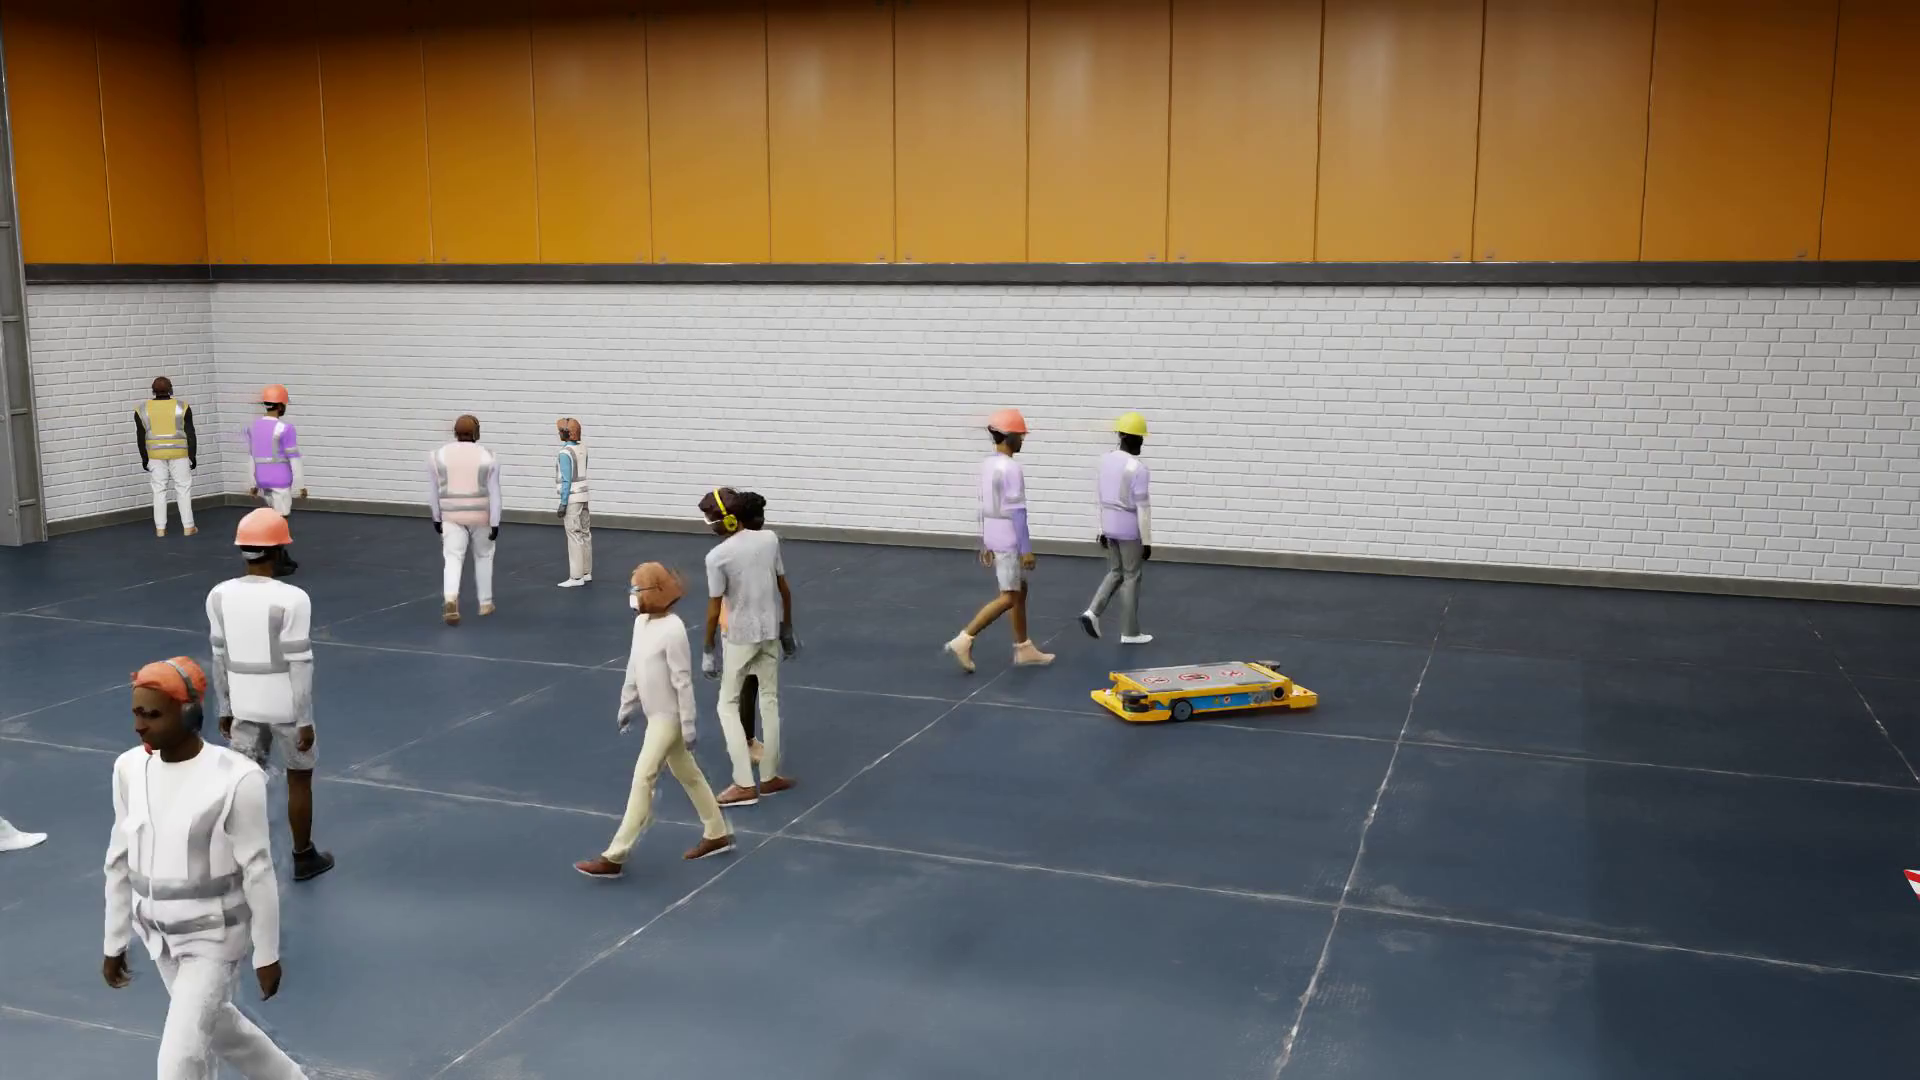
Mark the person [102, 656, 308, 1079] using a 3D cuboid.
[{"bbox_3d":[-2.448,1.262,5.374,0.591,1.844,0.977,4,10,23],"label":"person"}]

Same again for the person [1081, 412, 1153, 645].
[{"bbox_3d":[1.310,-0.080,13.443,0.536,1.912,0.614,-6,11,-34],"label":"person"}]

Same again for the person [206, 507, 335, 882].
[{"bbox_3d":[-3.374,0.804,7.990,0.552,1.914,0.847,2,9,12],"label":"person"}]

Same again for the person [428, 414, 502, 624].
[{"bbox_3d":[-4.294,-0.188,14.453,0.623,1.812,0.852,-1,9,-7],"label":"person"}]

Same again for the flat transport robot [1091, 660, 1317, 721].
[{"bbox_3d":[1.697,1.040,11.591,1.431,0.197,0.652,-3,10,-19],"label":"flat transport robot"}]

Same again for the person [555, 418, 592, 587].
[{"bbox_3d":[-3.734,-0.364,16.061,0.311,1.642,0.513,2,9,9],"label":"person"}]

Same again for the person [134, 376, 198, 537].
[{"bbox_3d":[-9.100,-0.957,19.120,0.626,1.846,0.429,-3,10,-17],"label":"person"}]

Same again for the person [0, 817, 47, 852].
[{"bbox_3d":[-5.312,0.747,8.444,0.966,1.885,0.590,-9,13,-43],"label":"person"}]

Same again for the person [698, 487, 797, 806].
[{"bbox_3d":[-1.204,0.600,9.526,0.652,1.832,0.345,-7,12,-38],"label":"person"}]

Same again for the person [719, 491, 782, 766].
[{"bbox_3d":[-1.316,0.542,10.282,0.319,1.694,0.532,-4,10,-25],"label":"person"}]

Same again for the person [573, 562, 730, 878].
[{"bbox_3d":[-1.554,0.896,8.405,0.868,1.580,0.524,-5,11,-29],"label":"person"}]

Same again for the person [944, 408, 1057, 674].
[{"bbox_3d":[0.309,0.010,12.583,0.899,2.018,0.631,-2,9,-13],"label":"person"}]

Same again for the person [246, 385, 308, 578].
[{"bbox_3d":[-6.772,-0.598,16.662,0.565,1.912,0.660,4,10,22],"label":"person"}]
